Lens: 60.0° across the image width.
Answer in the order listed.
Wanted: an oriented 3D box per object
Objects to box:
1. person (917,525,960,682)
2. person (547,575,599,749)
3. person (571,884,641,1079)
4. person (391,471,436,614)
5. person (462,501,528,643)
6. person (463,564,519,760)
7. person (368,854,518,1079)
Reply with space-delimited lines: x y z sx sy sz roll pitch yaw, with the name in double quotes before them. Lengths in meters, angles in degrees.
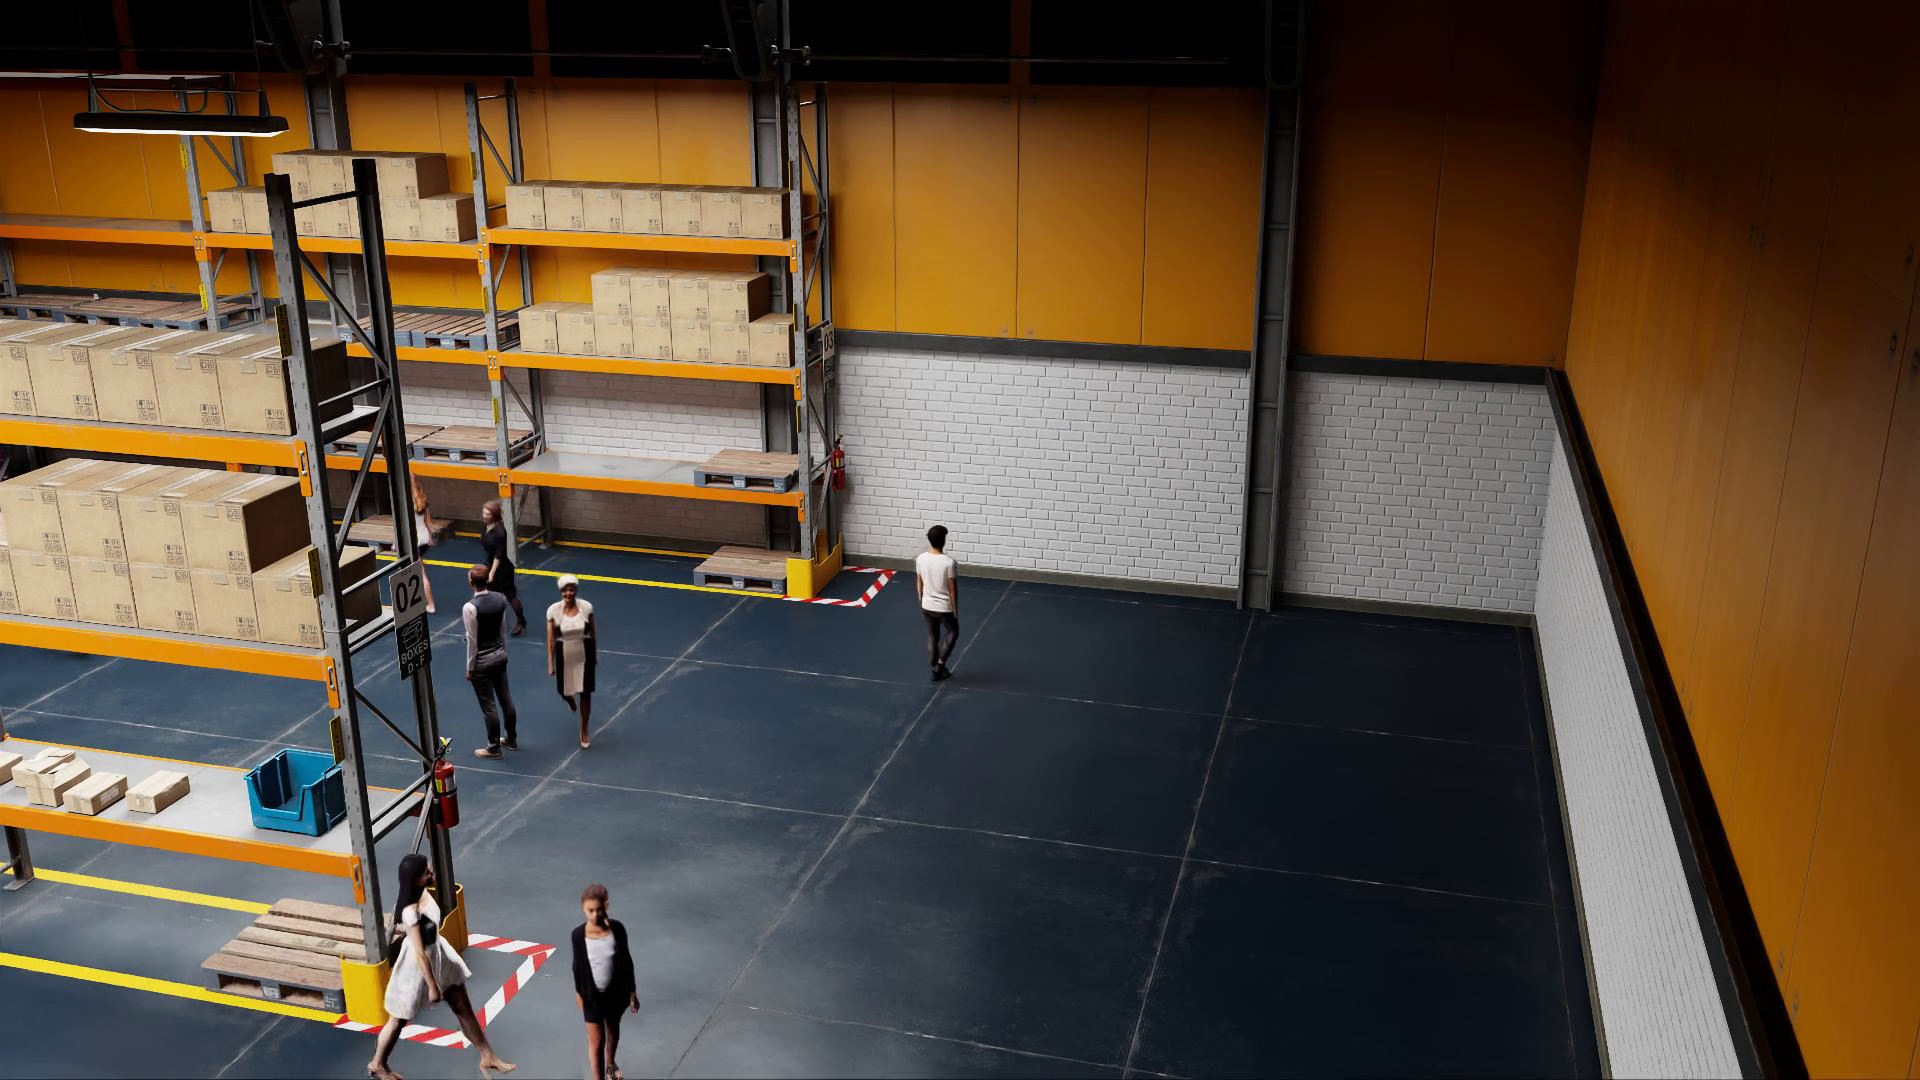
"person" -0.261 0.690 17.556 0.607 1.717 0.753 9 21 26
"person" -3.751 1.139 16.198 0.981 1.734 0.954 -5 19 -14
"person" -2.382 2.959 11.101 0.897 1.537 0.898 -7 20 -20
"person" -6.313 0.046 19.480 0.898 1.709 0.713 9 21 25
"person" -5.093 0.350 18.647 1.049 1.665 0.928 16 24 39
"person" -4.501 1.141 15.871 0.655 1.938 0.721 11 21 29
"person" -3.629 2.908 10.977 1.280 1.712 0.918 -2 19 -7
